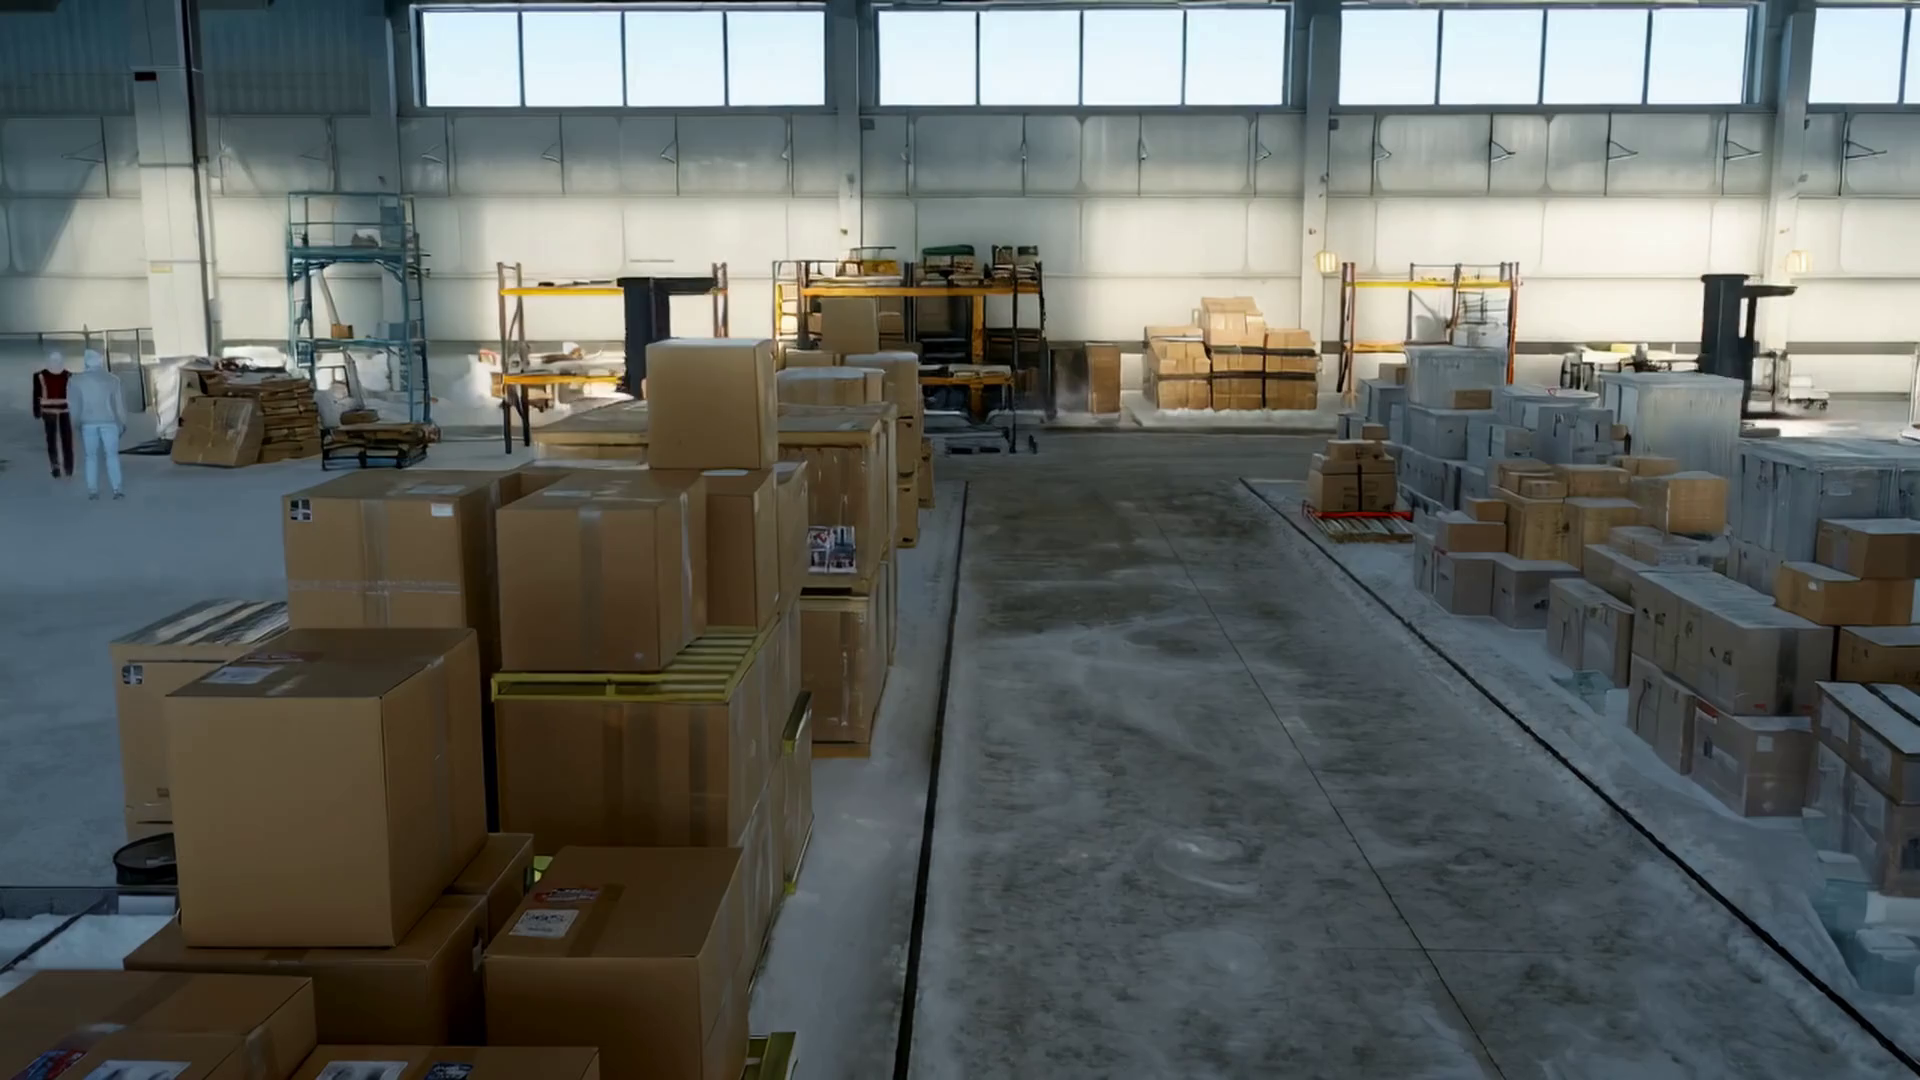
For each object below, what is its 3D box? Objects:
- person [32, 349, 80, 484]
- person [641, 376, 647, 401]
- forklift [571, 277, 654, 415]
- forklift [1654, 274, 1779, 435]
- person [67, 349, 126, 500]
[{"bbox_3d":[-12.486,-1.716,23.012,0.572,1.858,0.887,-5,11,-30],"label":"person"},{"bbox_3d":[-3.919,-1.549,21.826,0.555,1.910,0.846,1,10,7],"label":"person"},{"bbox_3d":[-4.592,-2.362,23.785,1.873,2.768,1.129,-3,10,-18],"label":"forklift"},{"bbox_3d":[13.310,-3.273,29.243,1.873,2.768,1.129,0,9,1],"label":"forklift"},{"bbox_3d":[-11.019,-1.471,21.260,0.627,1.940,0.372,-4,10,-21],"label":"person"}]
